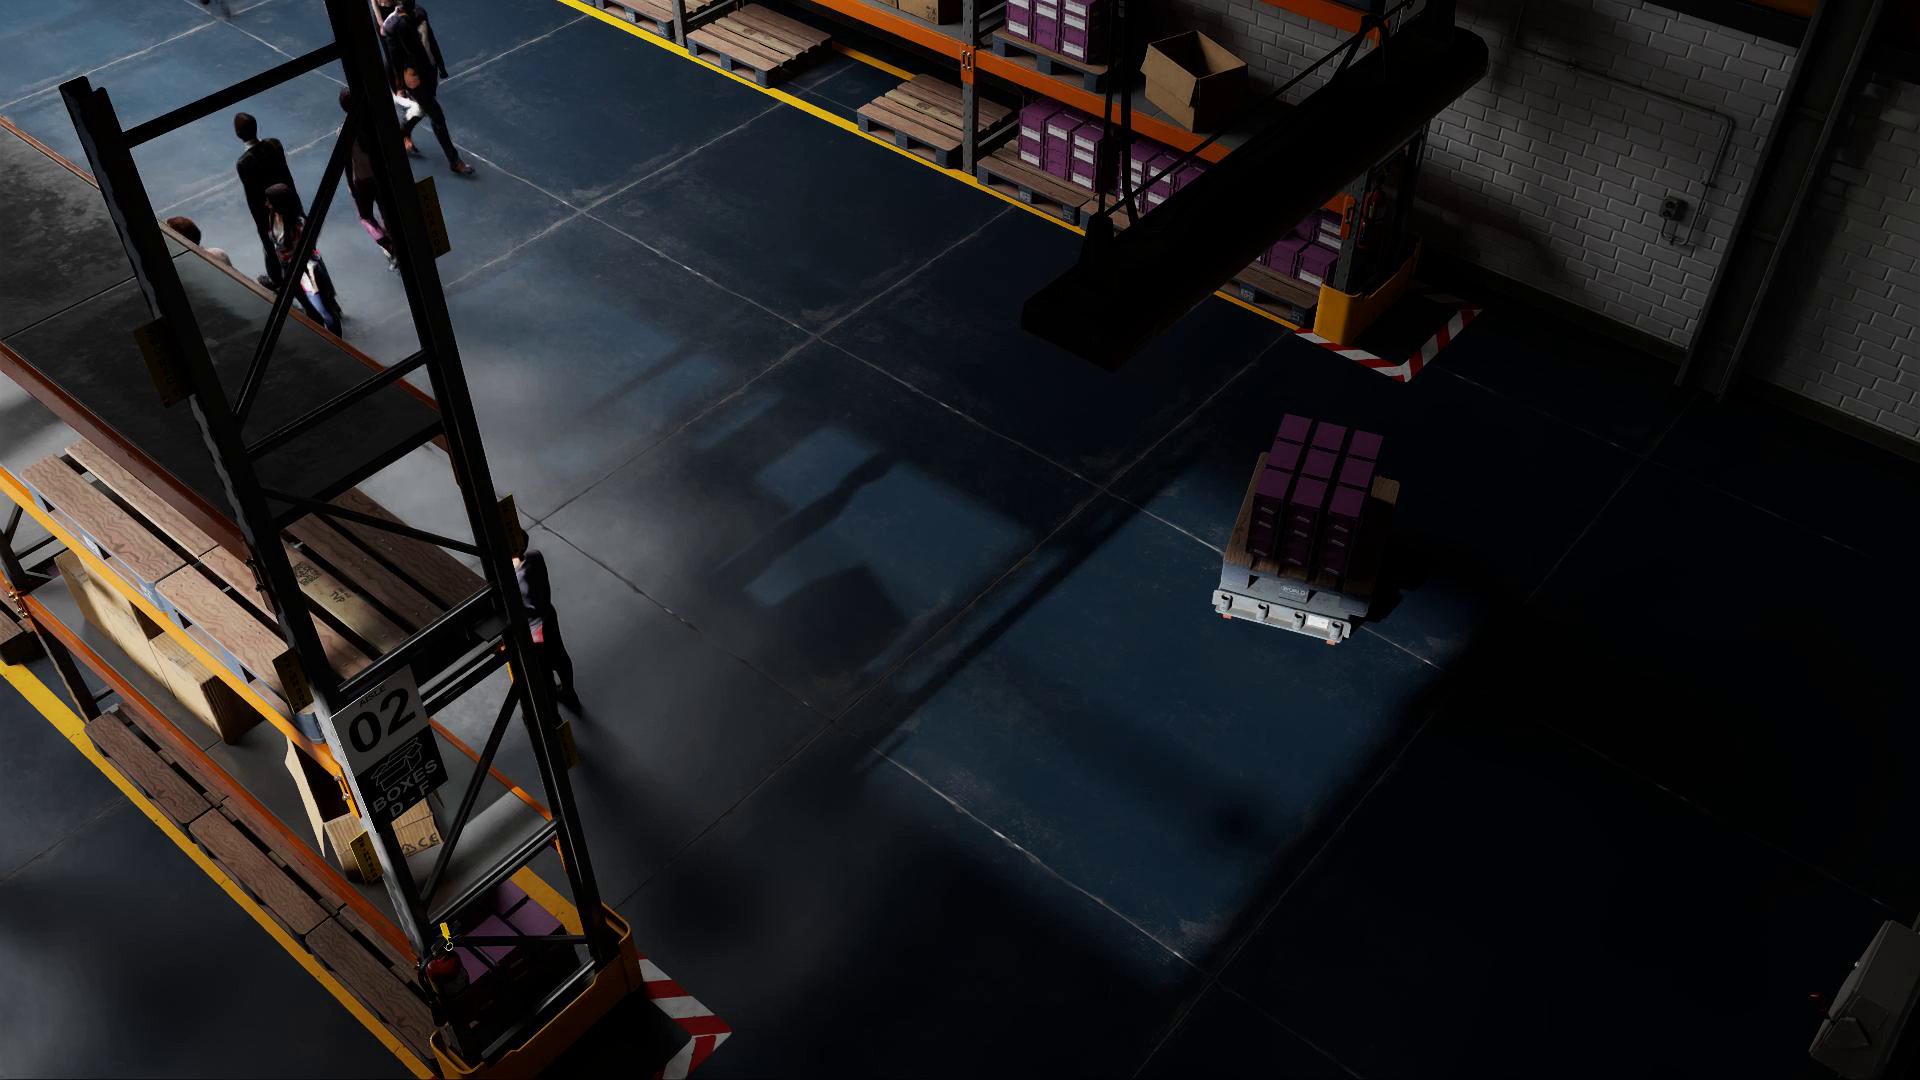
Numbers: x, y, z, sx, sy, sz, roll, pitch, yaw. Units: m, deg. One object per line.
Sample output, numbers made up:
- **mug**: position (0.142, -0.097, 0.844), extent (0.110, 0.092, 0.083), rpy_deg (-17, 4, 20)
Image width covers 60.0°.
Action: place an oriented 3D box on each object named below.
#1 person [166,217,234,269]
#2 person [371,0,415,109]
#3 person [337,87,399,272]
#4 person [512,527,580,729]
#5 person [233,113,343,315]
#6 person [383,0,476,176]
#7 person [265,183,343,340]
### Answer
- **person**: position (-5.477, -1.581, 12.530), extent (0.771, 1.881, 0.747), rpy_deg (20, 47, 20)
- **person**: position (-5.630, -5.138, 16.366), extent (0.645, 1.740, 0.658), rpy_deg (12, 45, 13)
- **person**: position (-4.961, -3.028, 14.157), extent (0.630, 1.730, 0.842), rpy_deg (-33, 53, -30)
- **person**: position (-2.677, 0.536, 10.474), extent (0.622, 1.651, 0.640), rpy_deg (16, 46, 16)
- **person**: position (-5.531, -2.647, 13.730), extent (1.159, 1.768, 0.691), rpy_deg (26, 49, 25)
- **person**: position (-5.083, -4.300, 15.404), extent (1.304, 1.853, 0.945), rpy_deg (15, 46, 15)
- **person**: position (-5.259, -2.157, 13.330), extent (0.462, 1.612, 0.658), rpy_deg (26, 49, 24)
